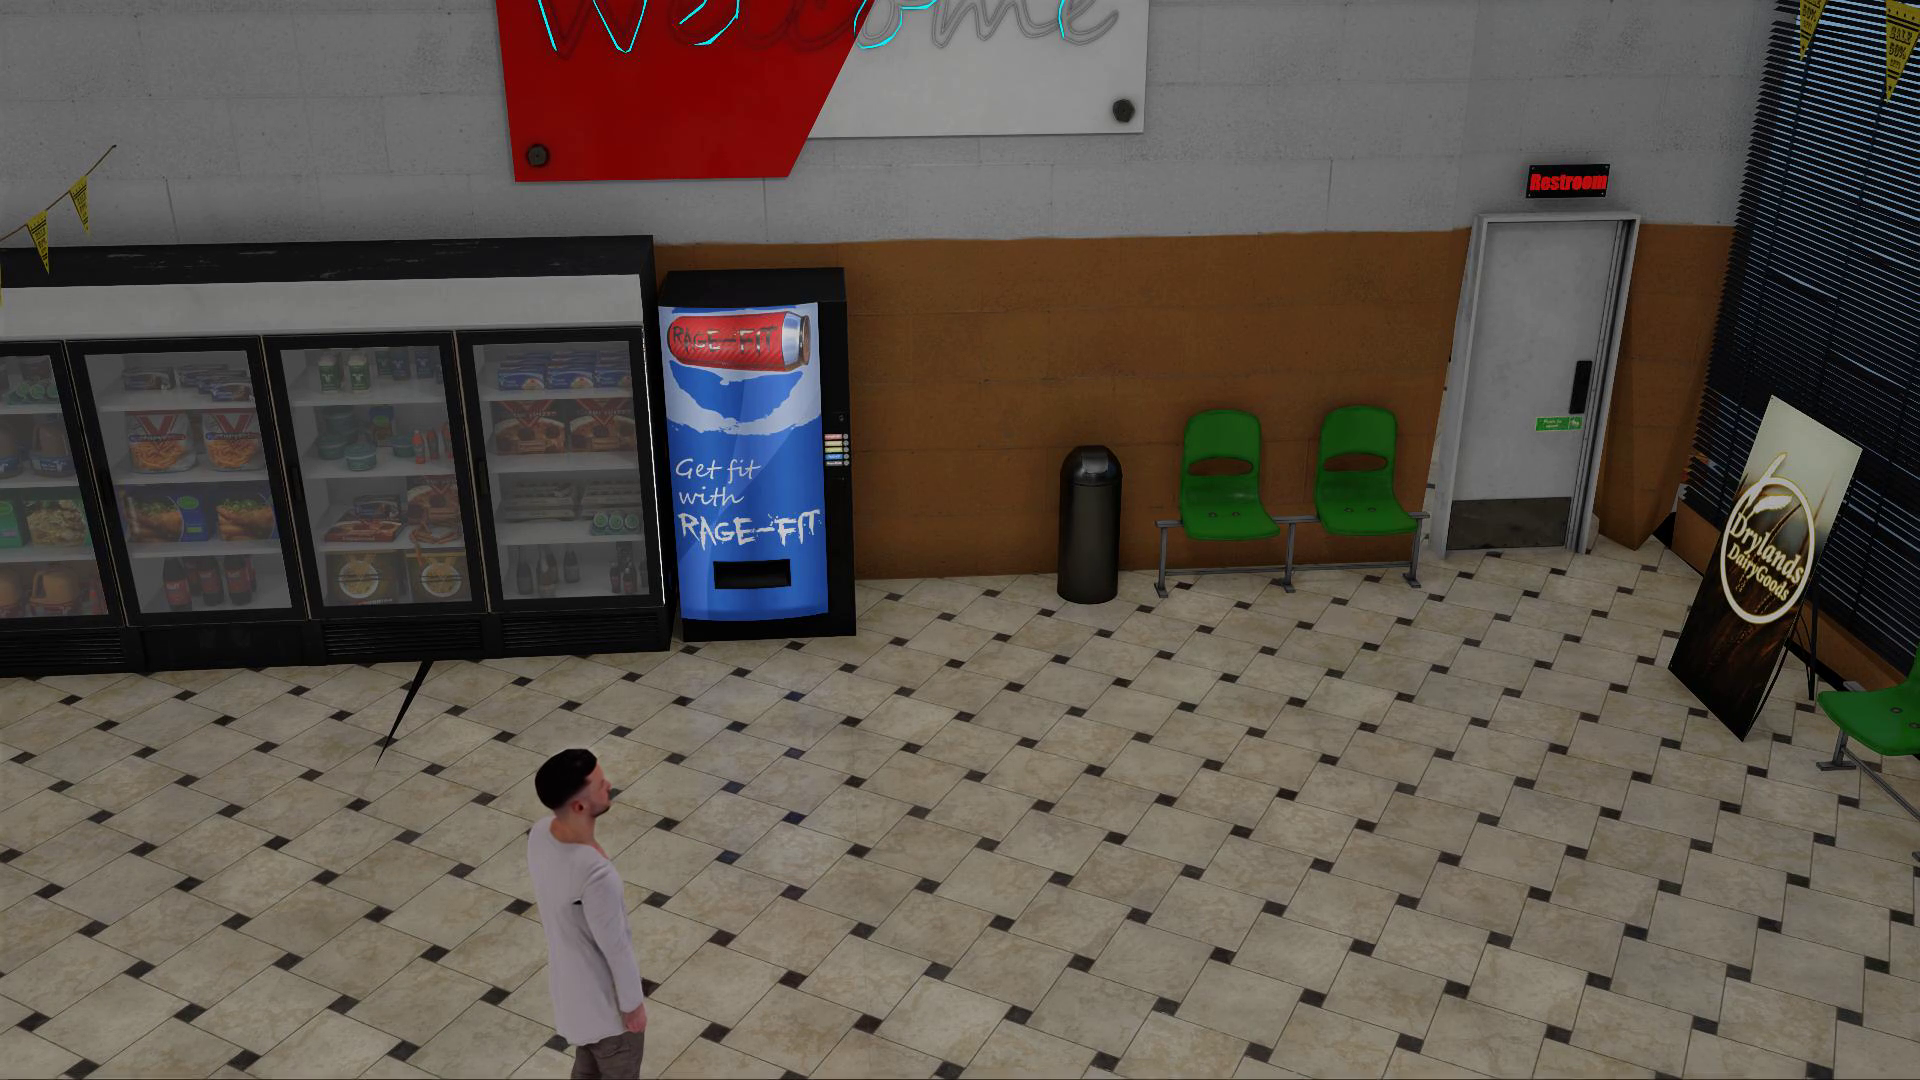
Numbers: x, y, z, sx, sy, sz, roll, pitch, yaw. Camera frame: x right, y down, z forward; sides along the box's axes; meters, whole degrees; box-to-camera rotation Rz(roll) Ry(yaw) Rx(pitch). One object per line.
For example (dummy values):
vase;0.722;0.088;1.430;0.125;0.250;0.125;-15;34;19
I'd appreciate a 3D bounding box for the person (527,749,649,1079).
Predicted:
person;-1.240;1.508;5.688;0.816;1.841;0.711;-18;30;-36
